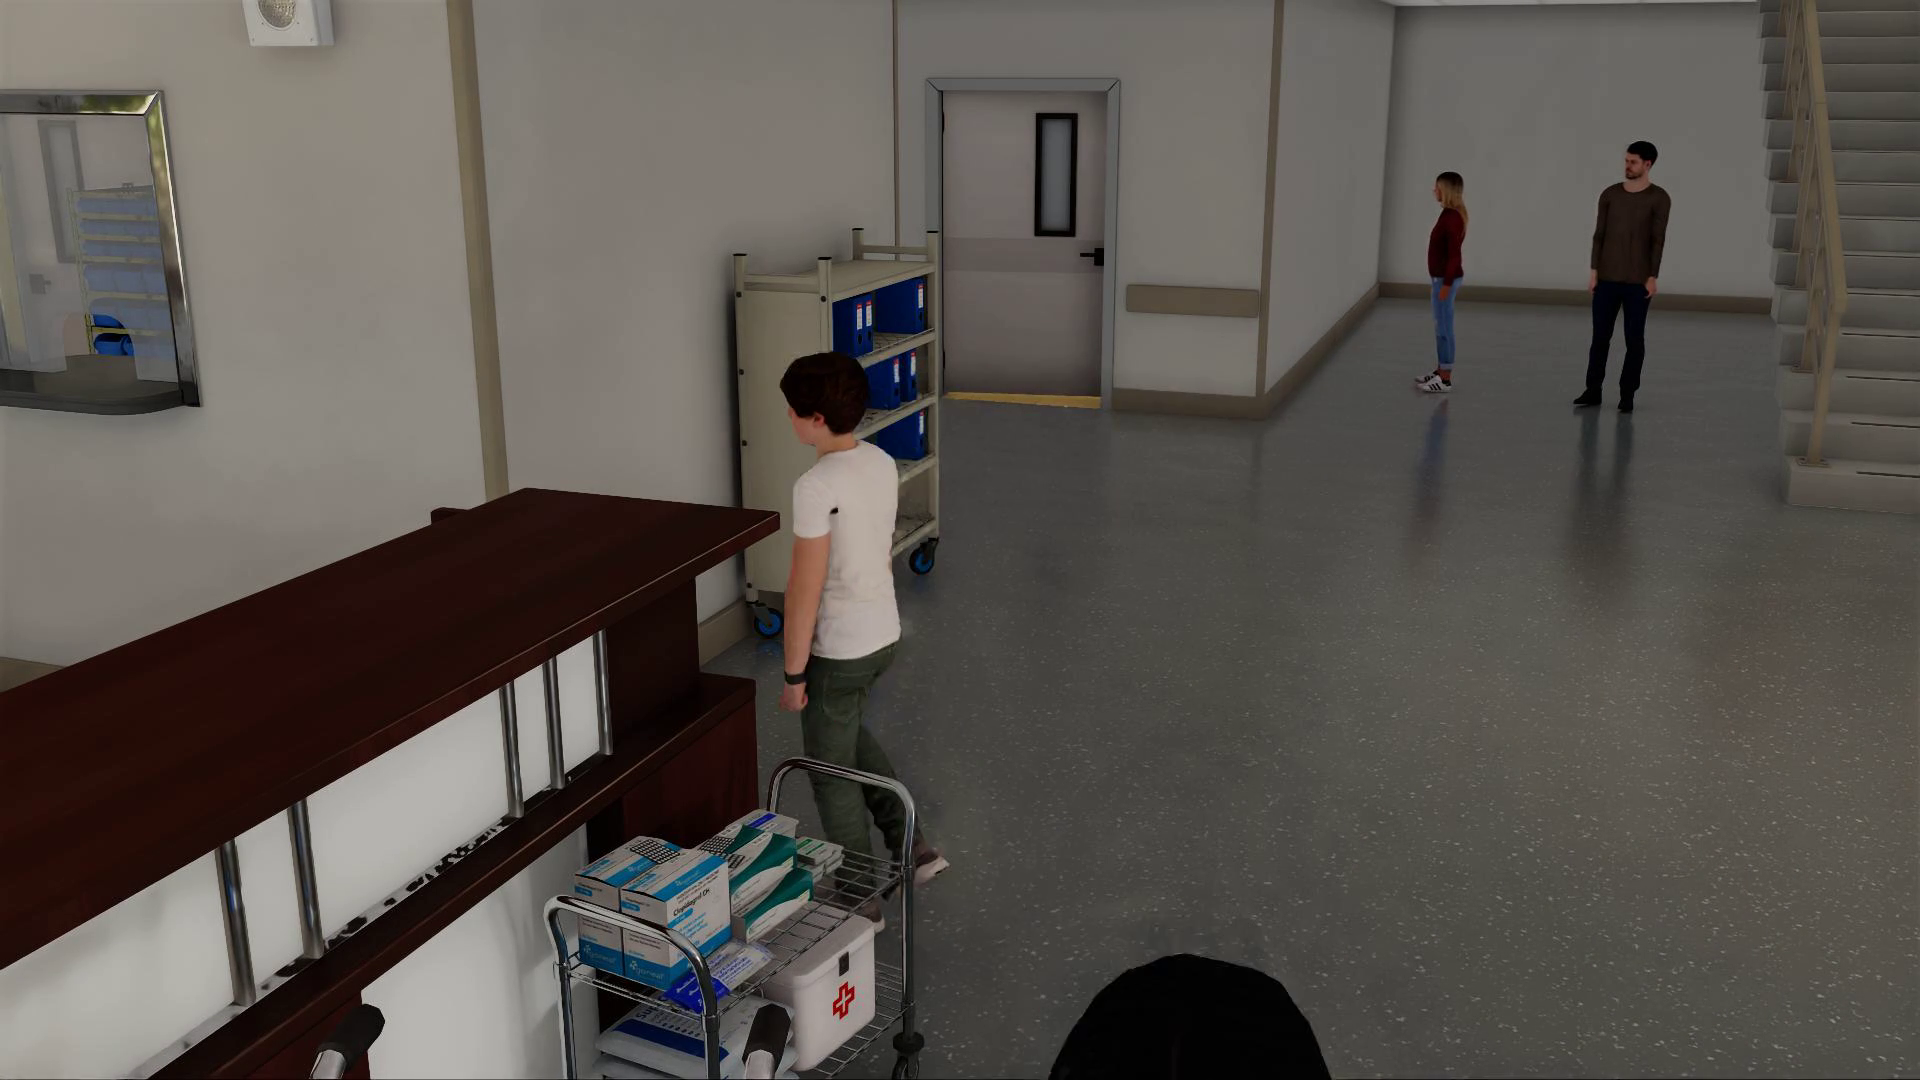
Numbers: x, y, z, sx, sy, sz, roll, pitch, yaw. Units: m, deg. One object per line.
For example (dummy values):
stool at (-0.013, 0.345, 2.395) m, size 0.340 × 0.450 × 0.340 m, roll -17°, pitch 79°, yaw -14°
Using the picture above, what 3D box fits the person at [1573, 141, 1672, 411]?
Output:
person at (4.725, -1.876, 11.810) m, size 0.723 × 1.886 × 0.695 m, roll 13°, pitch 20°, yaw 38°

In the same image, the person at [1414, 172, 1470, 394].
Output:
person at (3.654, -1.942, 12.507) m, size 0.667 × 1.635 × 0.471 m, roll 5°, pitch 16°, yaw 16°

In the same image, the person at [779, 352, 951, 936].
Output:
person at (-0.237, 0.314, 4.488) m, size 0.690 × 1.644 × 0.665 m, roll 8°, pitch 18°, yaw 27°
